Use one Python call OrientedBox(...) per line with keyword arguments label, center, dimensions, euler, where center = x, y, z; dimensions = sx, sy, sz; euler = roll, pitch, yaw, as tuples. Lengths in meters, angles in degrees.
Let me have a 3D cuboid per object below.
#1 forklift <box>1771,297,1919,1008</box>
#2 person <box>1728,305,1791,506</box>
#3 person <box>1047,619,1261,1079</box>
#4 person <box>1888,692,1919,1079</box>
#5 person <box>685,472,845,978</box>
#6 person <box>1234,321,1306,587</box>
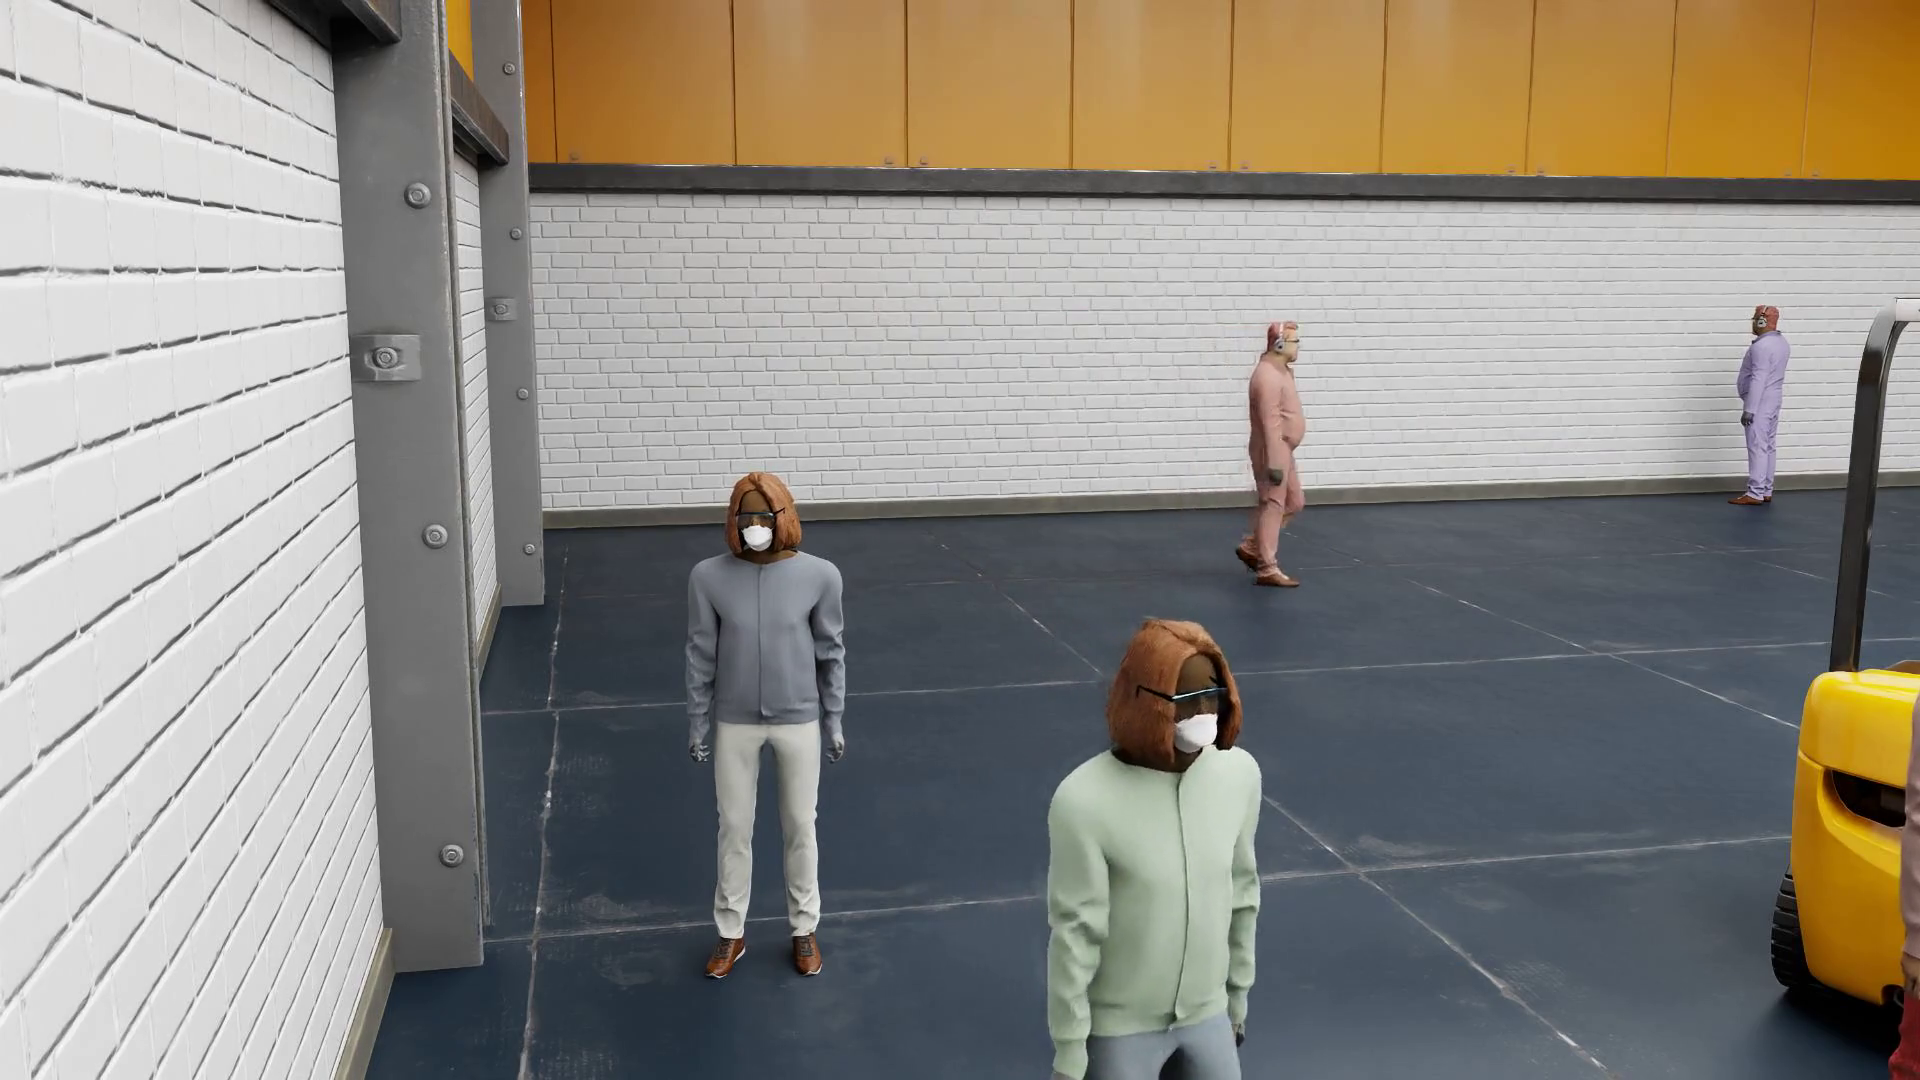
OrientedBox(label="forklift", center=(3.542, 0.334, 5.177), dimensions=(2.313, 2.155, 1.214), euler=(-9, 13, -43))
OrientedBox(label="person", center=(7.637, -1.283, 15.904), dimensions=(0.408, 1.909, 0.638), euler=(9, 13, 42))
OrientedBox(label="person", center=(0.358, 0.935, 3.280), dimensions=(0.505, 1.622, 0.429), euler=(-5, 10, -27))
OrientedBox(label="person", center=(2.226, 0.817, 3.533), dimensions=(0.533, 1.767, 0.327), euler=(-3, 10, -18))
OrientedBox(label="person", center=(-0.618, 0.591, 5.312), dimensions=(0.507, 1.632, 0.264), euler=(0, 9, -2))
OrientedBox(label="person", center=(2.253, -0.601, 11.779), dimensions=(0.421, 1.892, 0.674), euler=(2, 10, 15))
